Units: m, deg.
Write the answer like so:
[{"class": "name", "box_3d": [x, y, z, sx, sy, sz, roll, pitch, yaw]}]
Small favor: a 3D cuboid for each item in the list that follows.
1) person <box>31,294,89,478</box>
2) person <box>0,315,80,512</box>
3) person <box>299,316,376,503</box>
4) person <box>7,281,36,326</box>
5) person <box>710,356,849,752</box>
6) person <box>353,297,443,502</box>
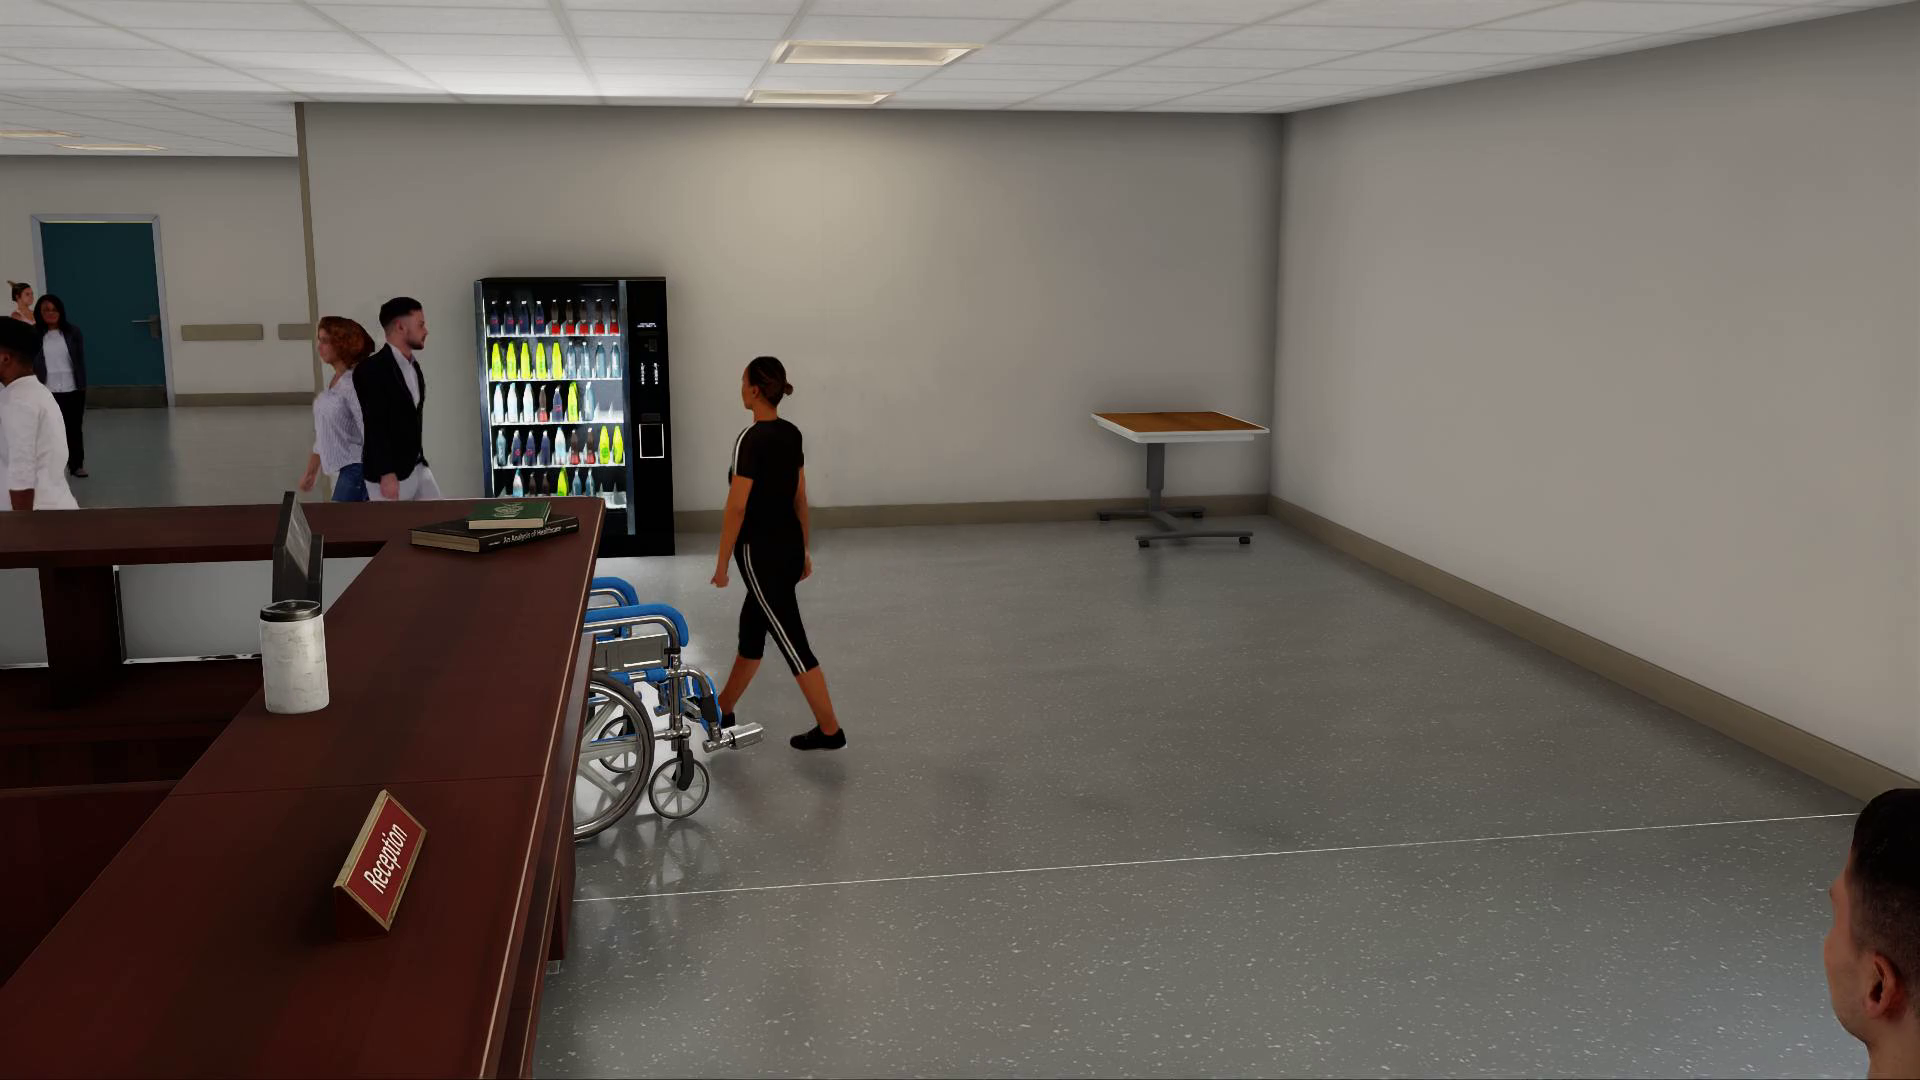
[{"class": "person", "box_3d": [-7.843, -1.329, 14.445, 0.758, 1.597, 0.851, -9, 14, -39]}, {"class": "person", "box_3d": [-3.982, -0.082, 7.316, 0.840, 1.805, 0.696, -3, 11, -17]}, {"class": "person", "box_3d": [-3.246, -0.381, 9.265, 1.220, 1.666, 0.924, -6, 12, -28]}, {"class": "person", "box_3d": [-9.331, -1.758, 16.615, 1.005, 1.631, 0.680, 0, 11, 2]}, {"class": "person", "box_3d": [-0.713, 0.100, 6.840, 1.150, 1.625, 1.005, 5, 12, 26]}, {"class": "person", "box_3d": [-2.979, -0.322, 8.551, 0.839, 1.816, 0.823, 4, 11, 21]}]
